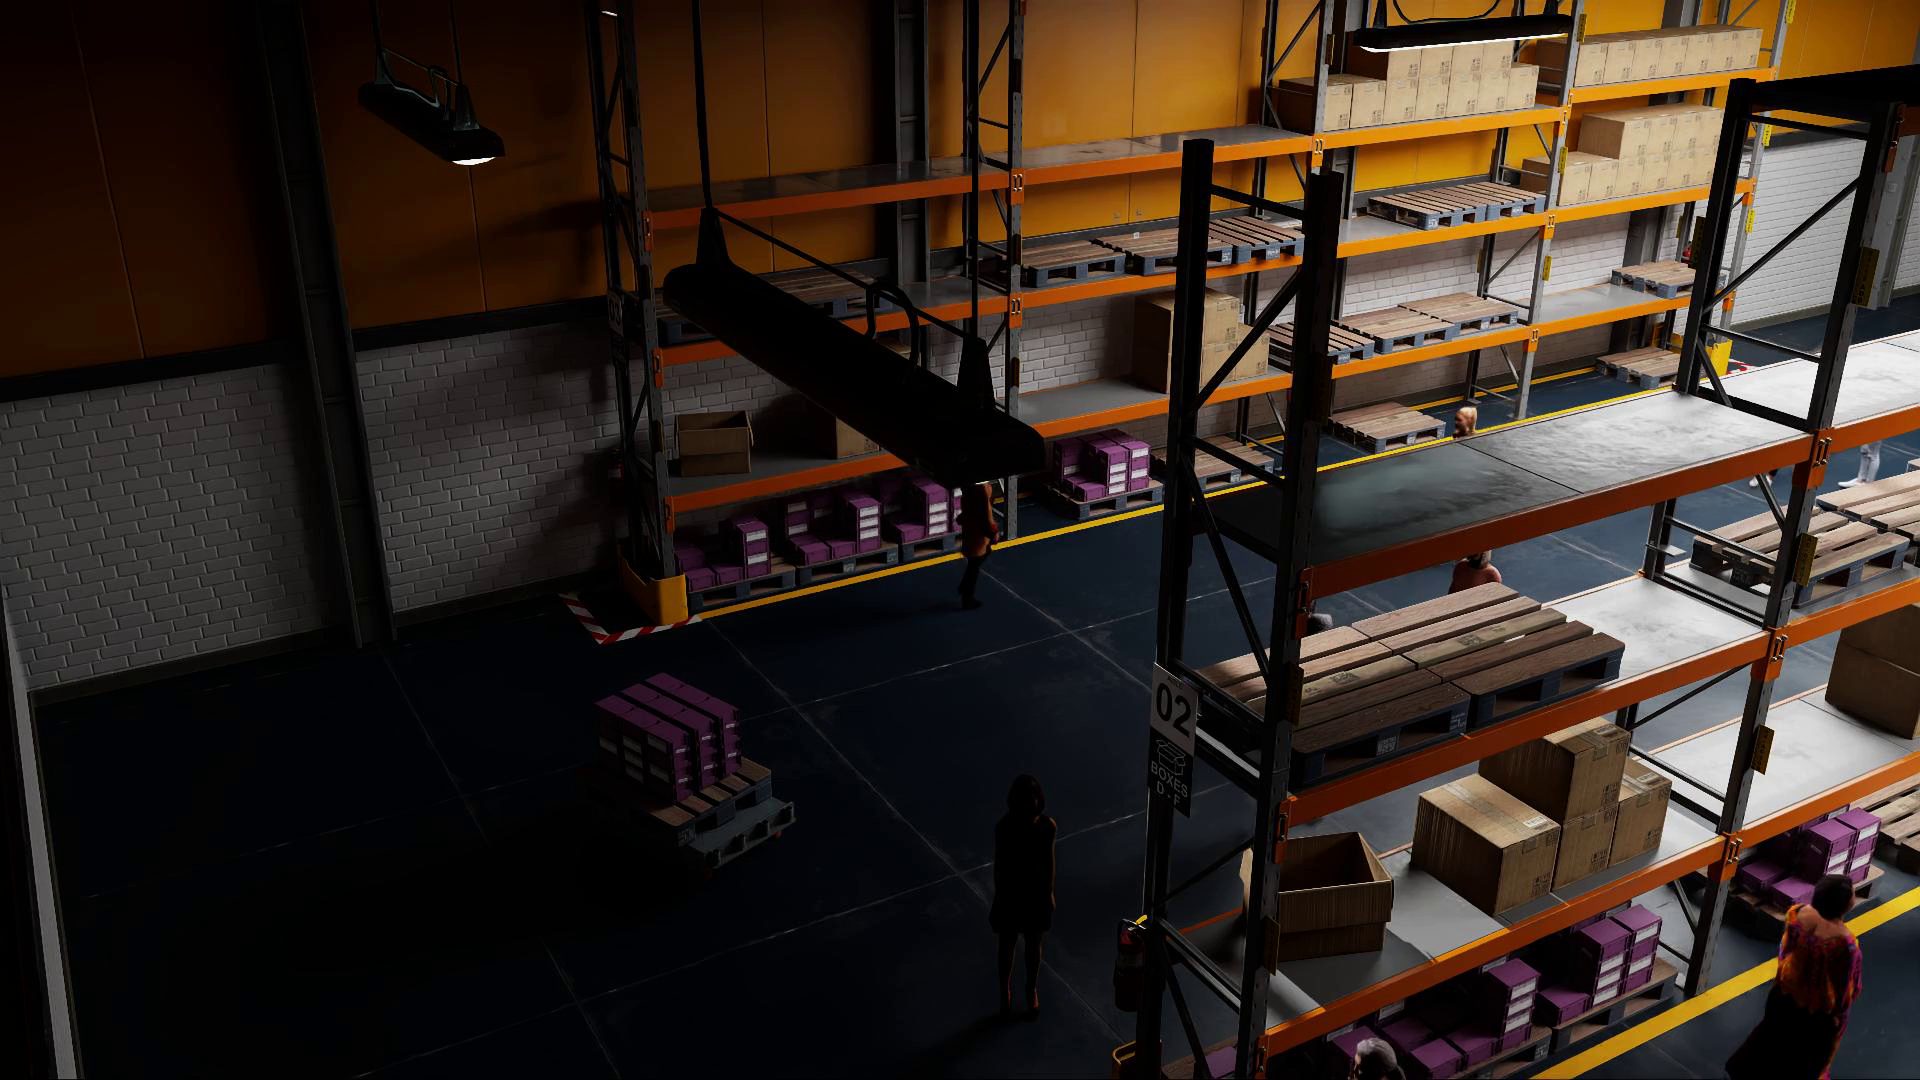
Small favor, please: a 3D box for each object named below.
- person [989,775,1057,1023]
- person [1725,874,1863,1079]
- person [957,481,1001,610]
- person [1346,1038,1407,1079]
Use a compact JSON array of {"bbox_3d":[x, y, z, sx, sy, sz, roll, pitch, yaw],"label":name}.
[{"bbox_3d":[0.415,2.348,10.879,0.574,1.835,0.709,-4,24,-9],"label":"person"},{"bbox_3d":[5.160,2.750,10.162,1.026,1.672,0.714,-10,25,-21],"label":"person"},{"bbox_3d":[0.084,-0.086,16.604,0.727,1.708,0.727,-9,25,-20],"label":"person"},{"bbox_3d":[2.251,3.334,8.821,0.928,1.677,0.677,-18,29,-35],"label":"person"}]
